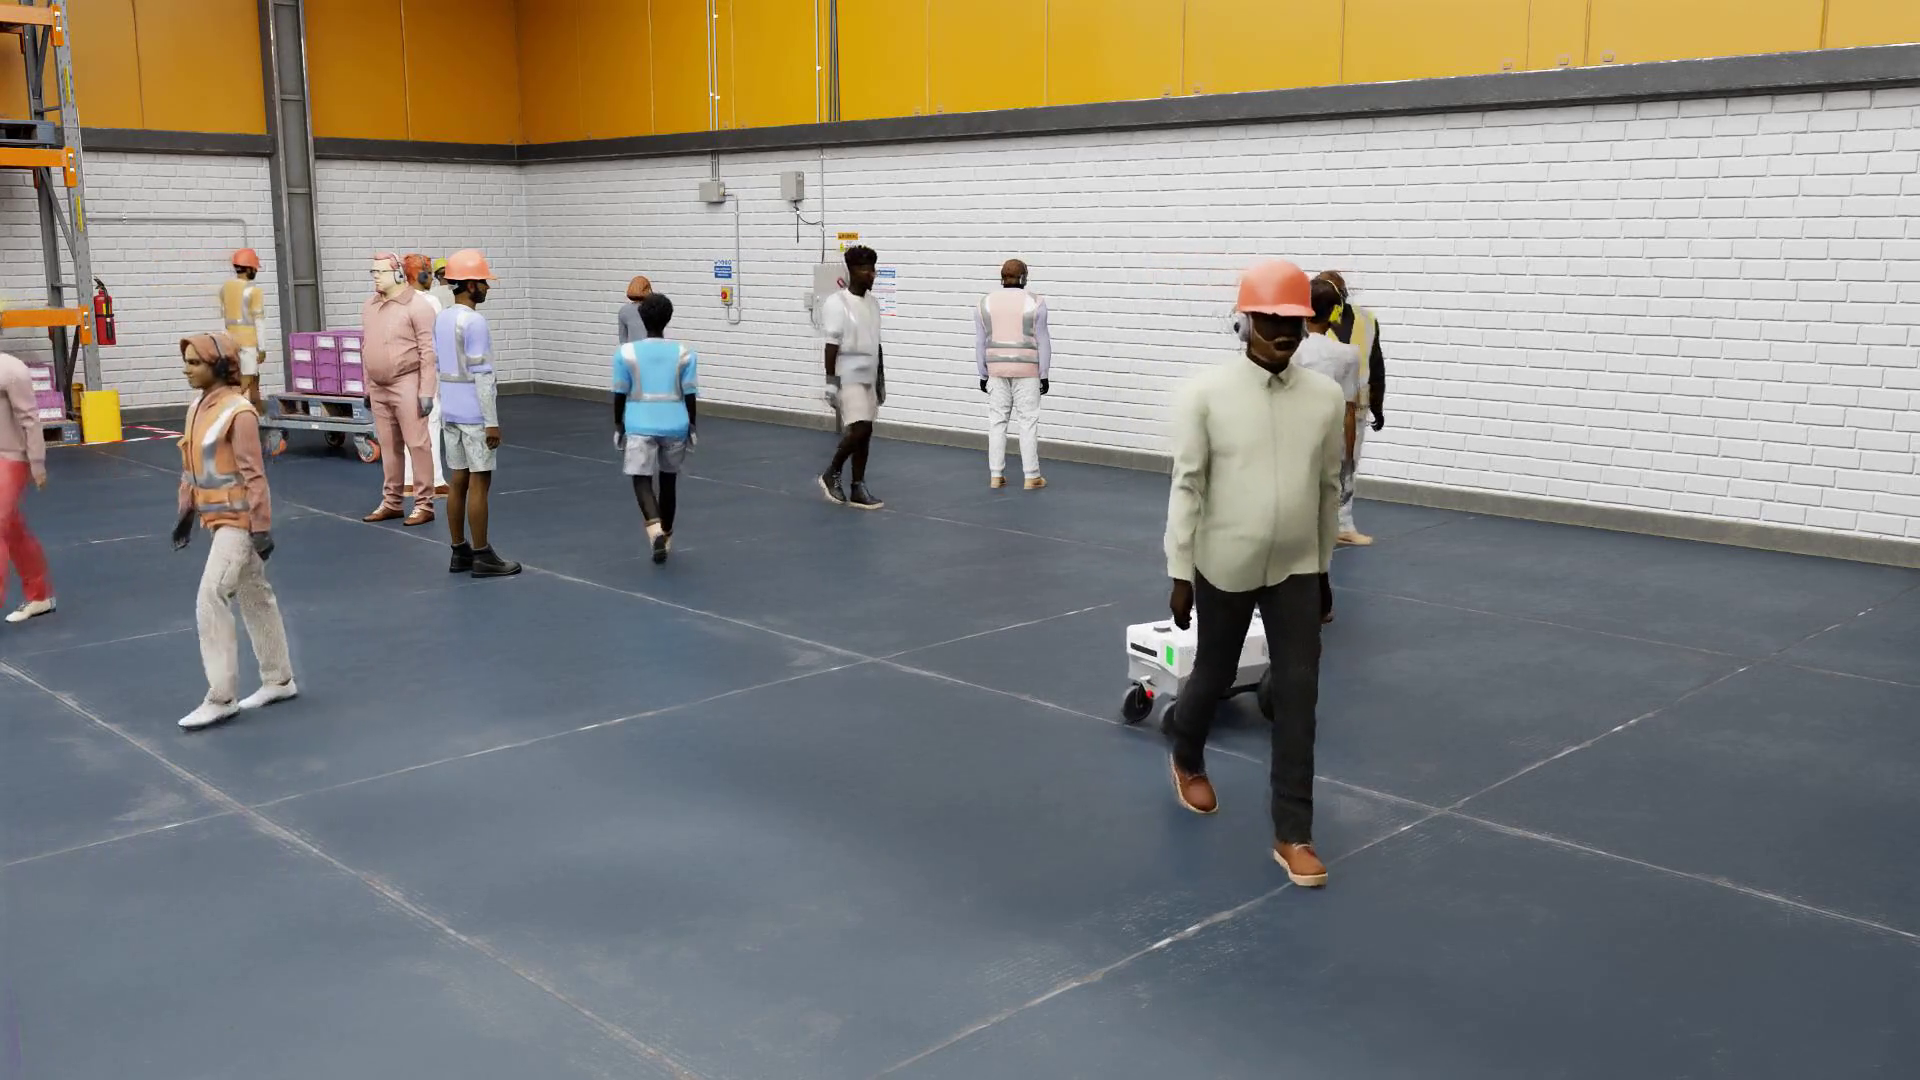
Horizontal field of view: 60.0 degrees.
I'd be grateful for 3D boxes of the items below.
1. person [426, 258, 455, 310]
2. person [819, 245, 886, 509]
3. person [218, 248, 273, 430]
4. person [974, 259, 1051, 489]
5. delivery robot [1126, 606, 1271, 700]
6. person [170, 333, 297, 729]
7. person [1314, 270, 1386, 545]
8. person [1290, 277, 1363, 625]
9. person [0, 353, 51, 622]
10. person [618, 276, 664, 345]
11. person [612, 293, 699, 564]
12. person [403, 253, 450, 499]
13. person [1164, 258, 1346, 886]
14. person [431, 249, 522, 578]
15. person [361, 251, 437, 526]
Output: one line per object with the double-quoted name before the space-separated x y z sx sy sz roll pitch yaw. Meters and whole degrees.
"person" -5.866 -2.333 19.022 0.327 1.765 0.529 9 14 41
"person" -0.754 -1.186 12.246 0.417 1.952 0.640 6 12 32
"person" -7.360 -2.025 16.997 0.542 1.903 0.935 5 11 24
"person" 0.436 -1.320 13.304 0.622 1.838 0.429 4 11 19
"delivery robot" 1.045 0.444 6.923 0.707 0.478 0.477 -6 12 -29
"person" -3.111 -0.047 6.932 0.679 1.617 0.512 -9 14 -41
"person" 2.422 -0.819 10.676 0.713 1.804 0.465 -3 11 -14
"person" 1.718 -0.384 8.308 0.551 1.828 0.925 3 11 17
"person" -4.986 -0.375 8.444 0.532 1.731 0.861 3 11 17
"person" -3.061 -1.727 16.064 0.500 1.636 0.286 5 12 25
"person" -1.864 -0.686 10.283 0.534 1.669 0.739 -4 11 -19
"person" -4.163 -1.259 12.835 0.585 1.882 0.337 6 12 29
"person" 0.949 0.057 5.484 0.626 1.959 0.956 -2 11 -12
"person" -2.893 -0.746 9.891 0.361 1.940 0.543 -10 14 -43
"person" -3.951 -1.053 11.651 0.638 1.911 0.402 6 12 28
